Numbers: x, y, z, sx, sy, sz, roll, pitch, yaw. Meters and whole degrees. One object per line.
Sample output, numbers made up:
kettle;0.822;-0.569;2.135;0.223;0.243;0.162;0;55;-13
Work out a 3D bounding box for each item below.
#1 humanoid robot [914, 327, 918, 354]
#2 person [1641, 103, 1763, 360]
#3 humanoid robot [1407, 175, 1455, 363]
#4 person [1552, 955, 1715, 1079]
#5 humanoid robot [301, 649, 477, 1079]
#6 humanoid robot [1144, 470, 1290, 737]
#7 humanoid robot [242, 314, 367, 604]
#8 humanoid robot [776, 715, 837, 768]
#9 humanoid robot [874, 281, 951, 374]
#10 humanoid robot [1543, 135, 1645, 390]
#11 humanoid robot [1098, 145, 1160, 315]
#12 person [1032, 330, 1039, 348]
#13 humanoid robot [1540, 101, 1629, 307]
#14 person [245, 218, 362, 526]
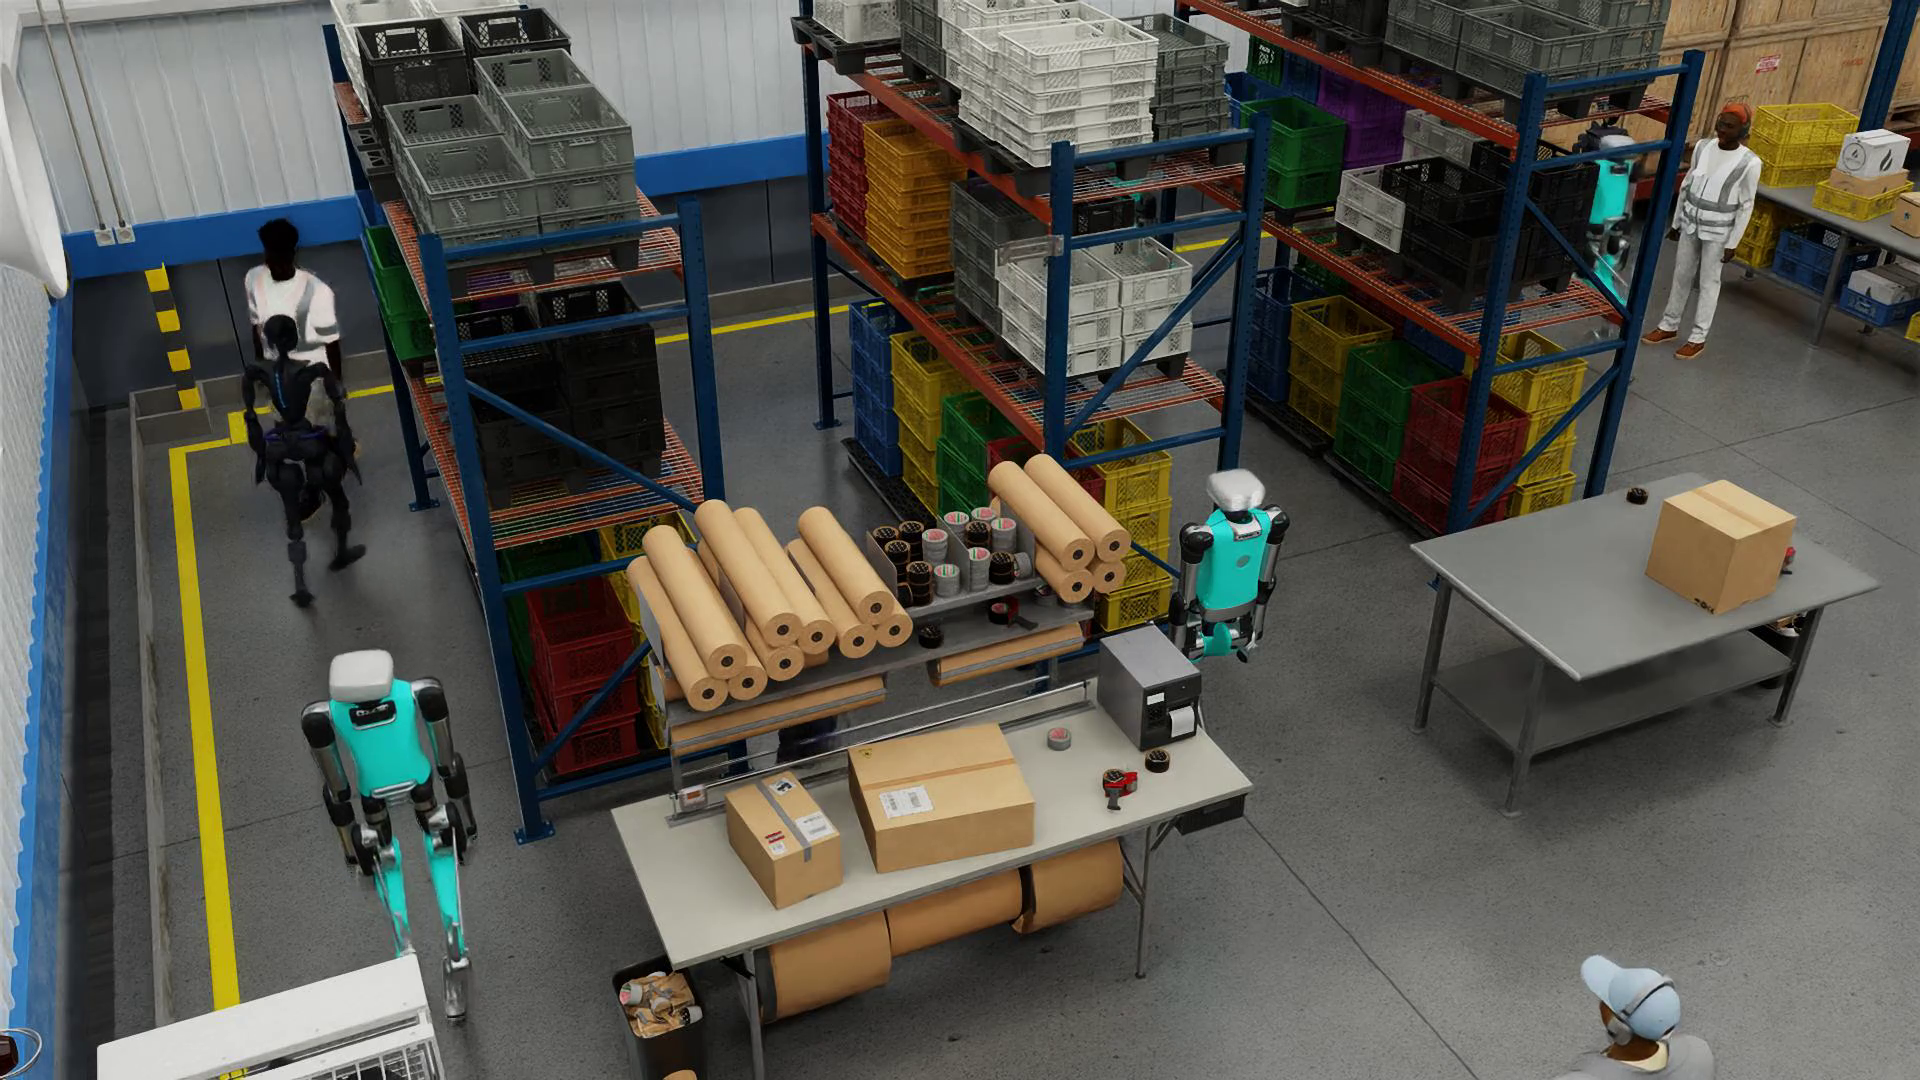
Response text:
humanoid robot;-0.292;-2.117;12.064;0.332;1.657;0.588;2;32;4
person;5.405;-2.239;12.066;0.351;1.884;0.581;-16;35;-25
humanoid robot;3.423;-2.107;12.060;0.593;1.640;0.612;-17;36;-26
person;1.959;2.010;5.196;0.588;1.852;0.371;-13;34;-19
humanoid robot;-2.135;1.342;6.500;0.551;1.908;0.725;-10;33;-16
humanoid robot;1.118;0.341;7.893;0.533;1.673;0.735;-13;34;-20
humanoid robot;-3.754;-0.457;9.436;0.614;1.622;0.703;-1;32;-1
humanoid robot;-0.730;0.902;7.174;0.554;1.640;0.613;2;32;4
humanoid robot;-0.373;-1.916;11.771;0.816;1.859;0.554;-24;39;-33
humanoid robot;4.654;-1.875;11.670;0.554;1.774;1.042;-14;34;-21
humanoid robot;1.381;-2.318;12.354;0.787;1.803;0.536;-24;39;-33
person;0.536;-2.324;12.065;0.388;2.033;0.604;-22;38;-31
humanoid robot;4.872;-2.634;12.890;0.599;1.657;0.315;-13;34;-20
person;-4.002;-1.039;10.065;0.641;1.928;0.609;14;34;21
